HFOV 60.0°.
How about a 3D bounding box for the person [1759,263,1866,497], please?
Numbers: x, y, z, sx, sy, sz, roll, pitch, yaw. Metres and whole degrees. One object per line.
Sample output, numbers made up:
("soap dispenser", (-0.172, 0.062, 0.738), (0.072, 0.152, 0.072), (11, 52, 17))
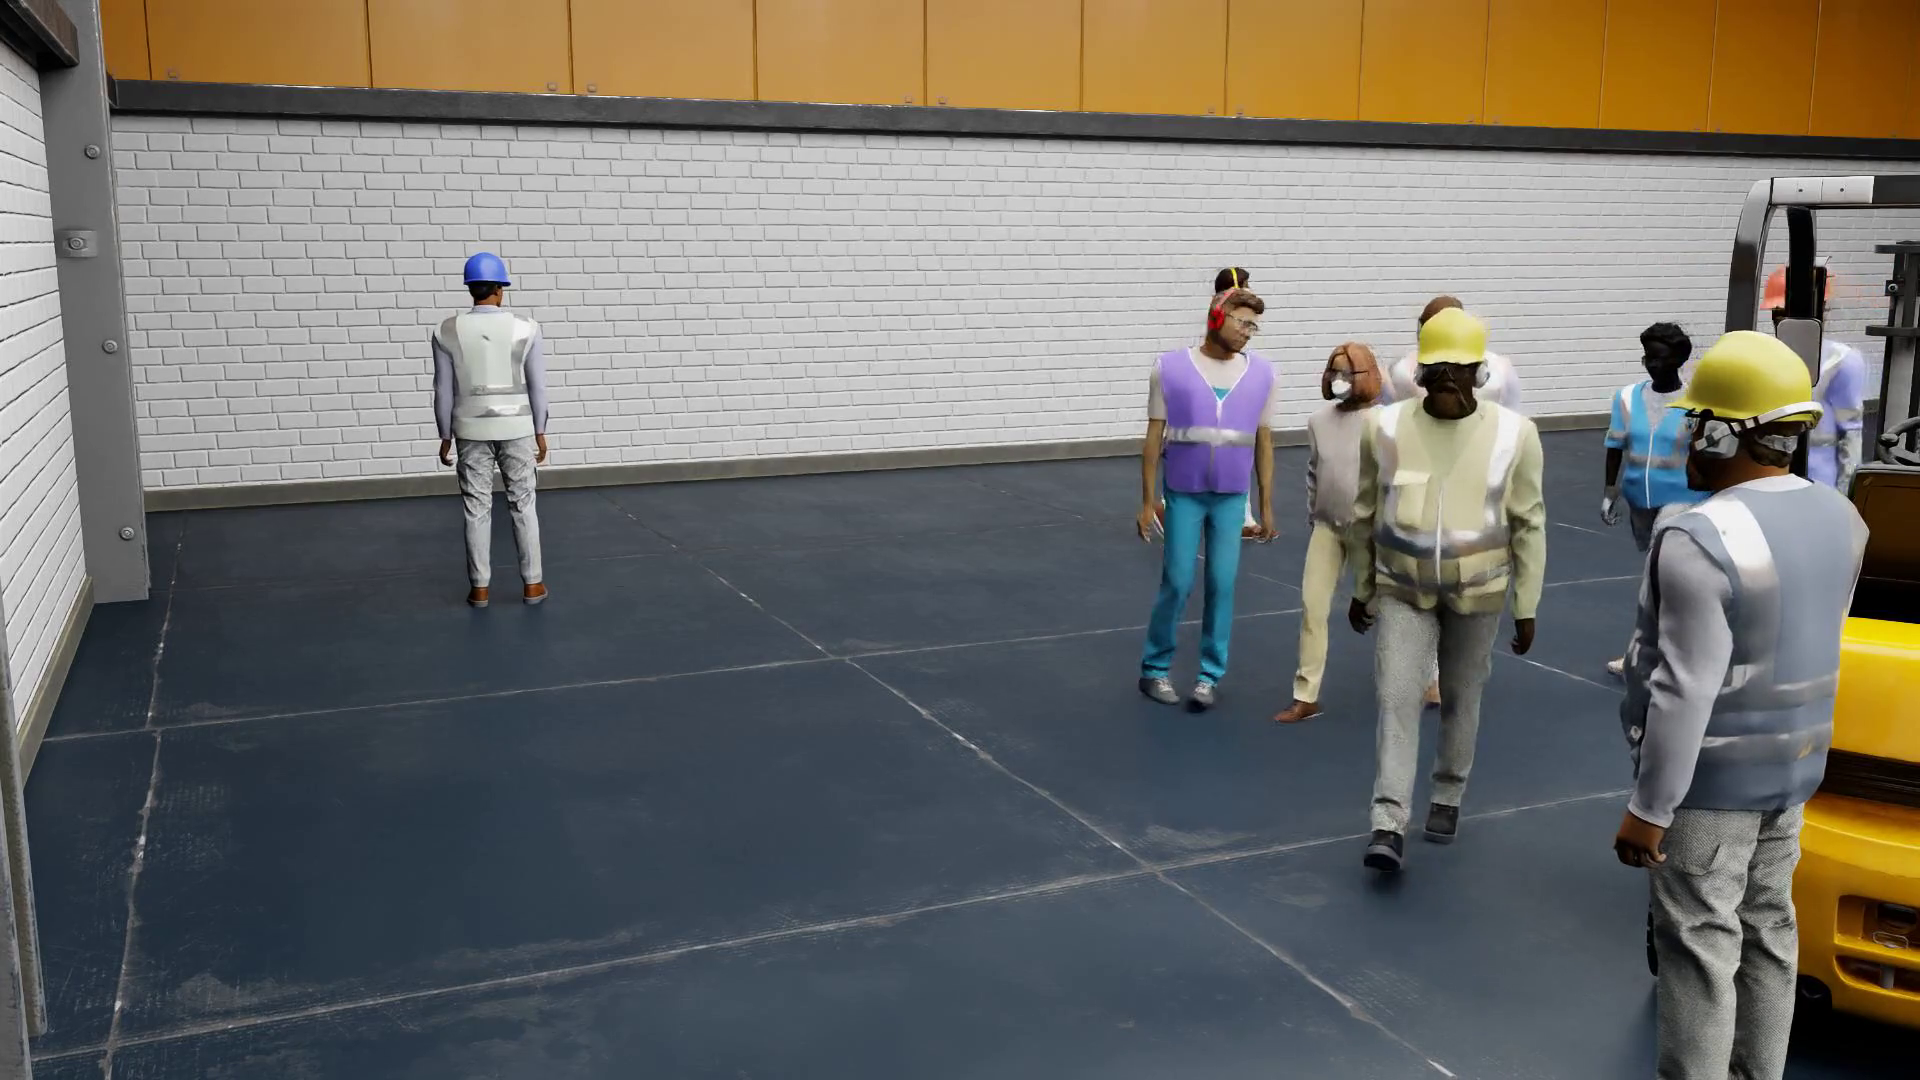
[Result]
("person", (3.575, -0.237, 7.246), (0.523, 1.916, 0.545), (-6, 12, -29))

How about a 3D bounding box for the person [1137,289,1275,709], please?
("person", (1.066, -0.162, 7.196), (0.625, 1.808, 0.504), (-1, 10, -8))

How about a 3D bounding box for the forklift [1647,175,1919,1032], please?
("forklift", (2.810, 0.094, 4.662), (1.214, 2.155, 2.313), (7, 12, 34))

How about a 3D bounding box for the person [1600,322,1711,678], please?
("person", (3.298, -0.202, 7.803), (0.885, 1.636, 0.539), (-8, 13, -36))

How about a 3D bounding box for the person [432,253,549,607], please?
("person", (-2.571, -0.596, 9.158), (0.605, 1.943, 0.402), (-2, 11, -12))

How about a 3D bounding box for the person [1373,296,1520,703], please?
("person", (2.197, -0.202, 7.487), (0.697, 1.757, 1.005), (1, 10, 8))

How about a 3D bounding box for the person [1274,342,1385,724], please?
("person", (1.693, -0.044, 7.062), (0.806, 1.605, 0.506), (-9, 14, -42))

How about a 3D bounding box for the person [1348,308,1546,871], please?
("person", (1.532, 0.174, 5.306), (0.621, 1.792, 0.872), (4, 11, 19))

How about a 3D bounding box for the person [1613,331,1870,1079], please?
("person", (1.606, 0.480, 3.526), (0.588, 1.834, 0.403), (-7, 12, -34))

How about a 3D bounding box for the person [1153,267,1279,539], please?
("person", (1.711, -0.886, 11.072), (0.846, 1.834, 0.521), (0, 10, -1))
